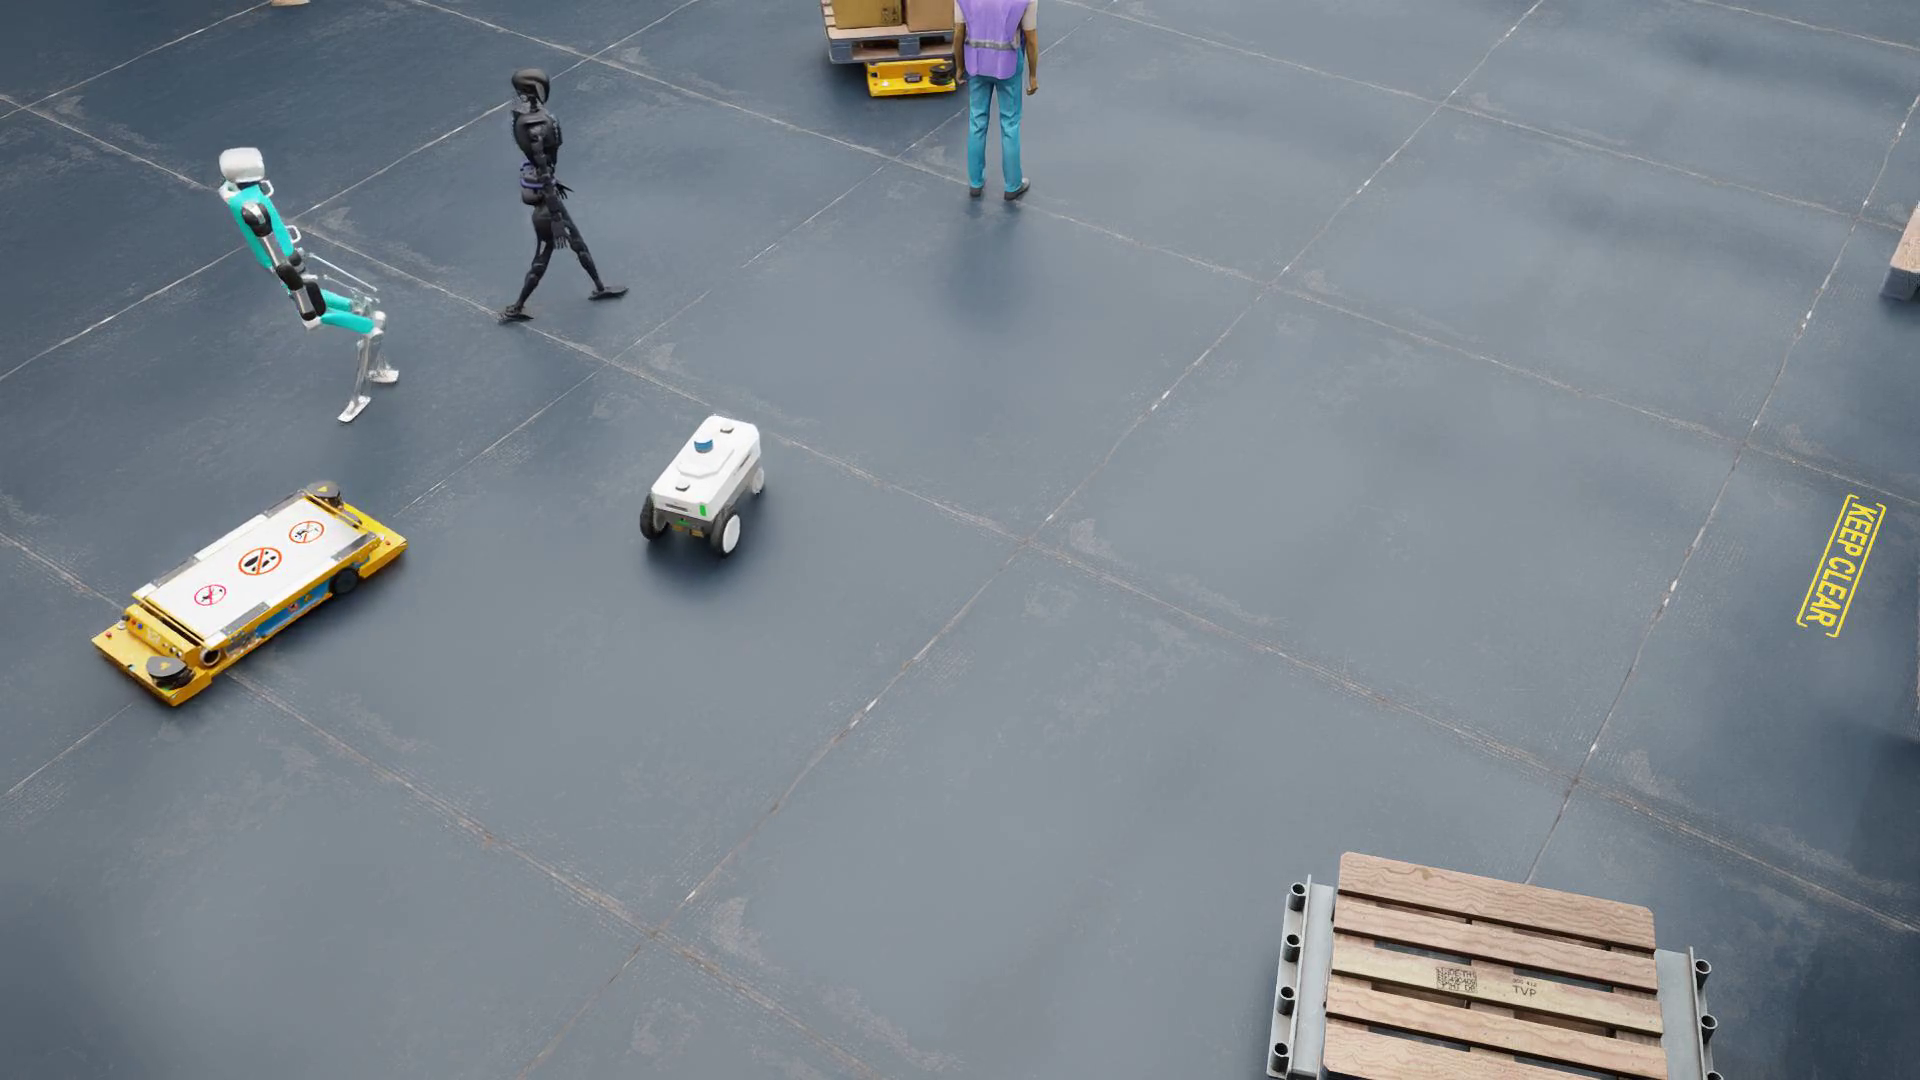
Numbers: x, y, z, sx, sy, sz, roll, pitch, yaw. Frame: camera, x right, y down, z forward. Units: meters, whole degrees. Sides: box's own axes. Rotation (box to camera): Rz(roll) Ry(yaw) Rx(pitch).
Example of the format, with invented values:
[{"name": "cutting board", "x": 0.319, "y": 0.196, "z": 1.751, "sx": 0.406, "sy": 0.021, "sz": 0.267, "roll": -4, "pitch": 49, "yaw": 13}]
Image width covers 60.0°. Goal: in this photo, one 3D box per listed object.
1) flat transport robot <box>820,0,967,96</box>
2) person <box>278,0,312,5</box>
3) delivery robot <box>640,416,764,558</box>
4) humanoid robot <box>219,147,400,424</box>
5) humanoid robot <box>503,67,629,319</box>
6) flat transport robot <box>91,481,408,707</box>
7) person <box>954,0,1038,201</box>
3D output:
[{"name": "flat transport robot", "x": -0.458, "y": -3.927, "z": 13.174, "sx": 0.659, "sy": 0.231, "sz": 1.431, "roll": -6, "pitch": 42, "yaw": -6}, {"name": "person", "x": -5.348, "y": -5.221, "z": 13.551, "sx": 0.898, "sy": 1.695, "sz": 0.474, "roll": -7, "pitch": 42, "yaw": -8}, {"name": "delivery robot", "x": -1.358, "y": -0.302, "z": 8.915, "sx": 0.499, "sy": 0.611, "sz": 0.809, "roll": 14, "pitch": 44, "yaw": 15}, {"name": "humanoid robot", "x": -3.498, "y": -1.459, "z": 9.304, "sx": 0.867, "sy": 1.769, "sz": 0.603, "roll": -21, "pitch": 46, "yaw": -22}, {"name": "humanoid robot", "x": -2.520, "y": -2.089, "z": 10.100, "sx": 0.788, "sy": 1.634, "sz": 0.608, "roll": -10, "pitch": 43, "yaw": -11}, {"name": "flat transport robot", "x": -3.618, "y": 0.238, "z": 8.513, "sx": 0.659, "sy": 0.231, "sz": 1.431, "roll": 26, "pitch": 48, "yaw": 26}, {"name": "person", "x": 0.235, "y": -3.134, "z": 11.103, "sx": 0.568, "sy": 1.842, "sz": 0.373, "roll": 10, "pitch": 43, "yaw": 11}]
